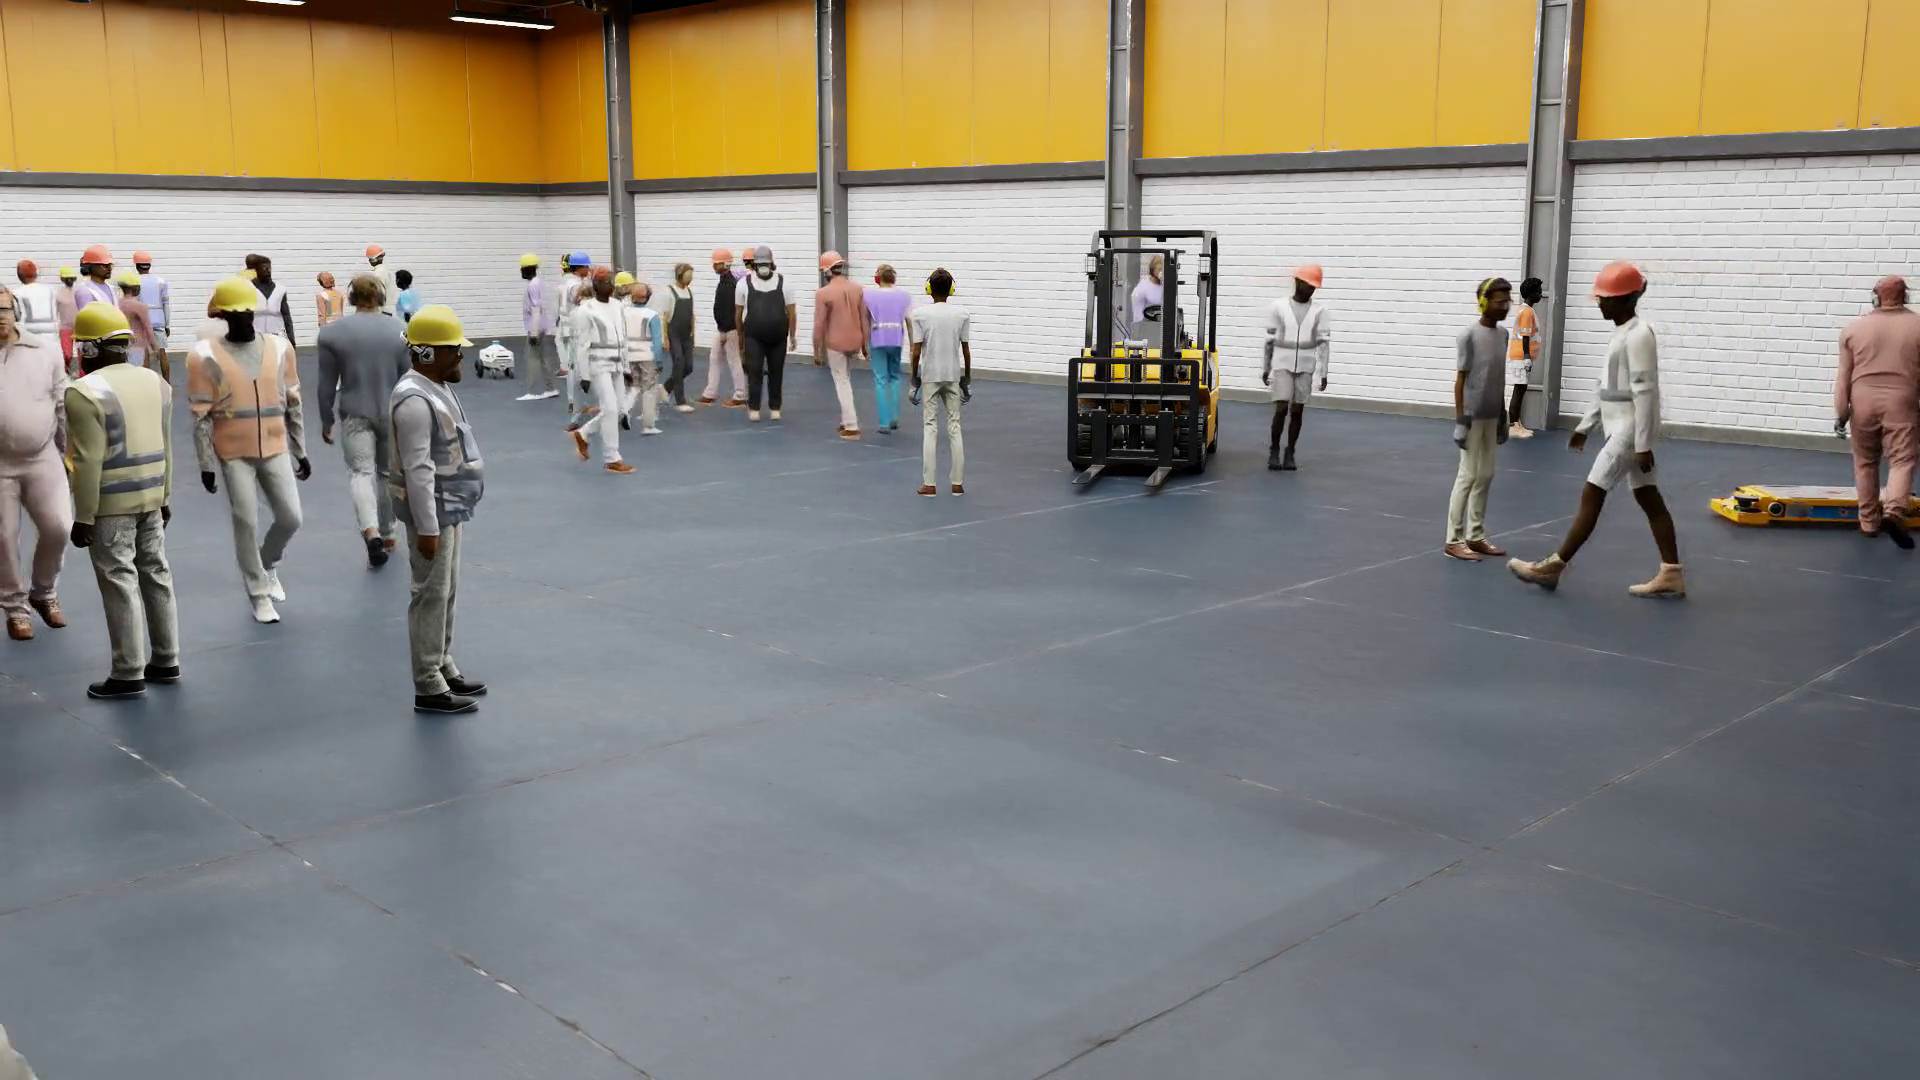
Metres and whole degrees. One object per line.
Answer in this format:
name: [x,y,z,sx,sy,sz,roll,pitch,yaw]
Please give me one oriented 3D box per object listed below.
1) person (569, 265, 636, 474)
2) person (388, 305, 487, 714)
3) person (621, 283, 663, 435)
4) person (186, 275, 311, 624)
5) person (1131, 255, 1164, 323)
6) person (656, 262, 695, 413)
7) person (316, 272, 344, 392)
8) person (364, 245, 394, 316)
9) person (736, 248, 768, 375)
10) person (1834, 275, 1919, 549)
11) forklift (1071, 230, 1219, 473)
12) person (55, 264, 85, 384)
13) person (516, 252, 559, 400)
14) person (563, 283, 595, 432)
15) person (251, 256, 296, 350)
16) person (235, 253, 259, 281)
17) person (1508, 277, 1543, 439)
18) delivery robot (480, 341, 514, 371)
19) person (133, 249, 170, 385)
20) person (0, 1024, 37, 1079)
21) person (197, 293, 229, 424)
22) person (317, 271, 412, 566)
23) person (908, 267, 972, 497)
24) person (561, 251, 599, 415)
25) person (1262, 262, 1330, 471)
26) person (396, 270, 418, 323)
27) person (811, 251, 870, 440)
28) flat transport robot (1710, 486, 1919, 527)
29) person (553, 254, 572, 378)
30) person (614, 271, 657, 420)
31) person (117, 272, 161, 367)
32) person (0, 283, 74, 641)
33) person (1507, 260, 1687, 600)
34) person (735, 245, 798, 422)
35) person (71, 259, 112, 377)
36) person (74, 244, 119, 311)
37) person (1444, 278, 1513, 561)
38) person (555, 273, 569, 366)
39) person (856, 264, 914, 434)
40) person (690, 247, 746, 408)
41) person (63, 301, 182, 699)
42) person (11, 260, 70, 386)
person: [-3.258,-1.538,15.002,0.697,1.866,0.578,5,11,25]
person: [-2.338,-0.133,7.465,0.403,1.826,0.591,-2,10,-8]
person: [-3.407,-1.921,17.743,0.543,1.625,0.424,6,12,28]
person: [-3.932,-0.503,9.219,0.619,1.913,0.468,-9,14,-42]
person: [2.211,-2.160,18.268,0.664,1.906,0.853,-7,12,-32]
person: [-3.459,-2.458,20.192,0.614,1.815,0.541,7,13,35]
person: [-8.605,-2.845,22.764,0.314,1.637,0.514,3,11,15]
person: [-8.744,-3.450,25.103,0.391,1.986,0.608,-2,11,-8]
person: [-3.194,-3.485,25.424,0.368,1.939,0.542,-8,13,-36]
person: [6.396,-0.892,11.498,0.674,1.870,0.830,7,13,34]
forklift: [1.804,-1.825,15.677,1.214,2.155,2.313,2,11,13]
person: [-12.009,-2.856,22.516,0.544,1.749,0.439,-9,14,-40]
person: [-5.543,-2.775,21.642,0.407,1.936,0.605,-2,11,-9]
person: [-4.050,-2.010,18.255,0.516,1.614,0.672,4,11,19]
person: [-8.228,-2.427,19.822,0.942,1.872,0.614,8,13,38]
person: [-11.530,-3.774,27.276,0.632,1.841,0.429,1,10,4]
person: [5.964,-1.919,17.566,0.320,1.694,0.531,4,11,20]
delivery robot: [-6.935,-2.739,24.879,0.477,0.478,0.707,-6,12,-30]
person: [-10.752,-2.865,22.038,0.545,1.942,0.351,-10,14,-44]
person: [-1.234,0.877,1.730,0.636,1.910,0.785,0,10,1]
person: [-6.661,-1.445,15.173,0.499,1.625,0.489,-10,14,-43]
person: [-3.848,-0.797,10.874,0.641,1.909,0.919,-4,11,-21]
person: [-0.162,-1.285,13.618,0.531,1.870,0.317,-3,11,-14]
person: [-4.547,-2.473,19.884,0.404,1.945,0.615,-4,11,-21]
person: [3.029,-1.549,14.987,0.559,1.890,0.602,0,10,3]
person: [-7.811,-3.006,23.603,0.884,1.649,0.543,0,10,-2]
person: [-1.303,-2.038,17.467,0.632,1.958,0.739,-9,14,-41]
flat transport robot: [6.442,-0.259,12.384,1.431,0.197,0.652,1,10,7]
person: [-5.858,-3.318,24.745,0.639,1.849,0.576,5,11,25]
person: [-3.835,-2.229,19.180,0.714,1.705,0.531,4,11,18]
person: [-9.458,-2.210,19.086,0.537,1.718,0.887,5,11,24]
person: [-4.994,-0.408,8.775,0.674,1.890,0.440,-10,14,-43]
person: [3.829,-0.639,9.789,1.069,1.977,0.607,4,11,19]
person: [-2.205,-2.366,19.043,0.699,2.000,0.818,-2,11,-11]
person: [-12.908,-3.321,24.915,0.925,1.805,0.623,4,11,18]
person: [-8.333,-1.852,16.236,0.373,2.042,0.614,-1,10,-4]
person: [3.456,-0.794,10.989,0.535,1.858,0.343,-7,13,-35]
person: [-6.305,-3.596,26.969,0.525,1.598,0.877,2,11,8]
person: [-0.830,-2.072,18.063,0.592,1.815,0.752,-4,11,-19]
person: [-2.994,-2.592,20.446,0.760,1.971,0.652,-4,11,-20]
person: [-3.890,-0.180,7.693,0.404,1.830,0.602,2,11,13]
person: [-10.787,-2.352,19.512,0.874,1.855,0.578,6,12,28]
